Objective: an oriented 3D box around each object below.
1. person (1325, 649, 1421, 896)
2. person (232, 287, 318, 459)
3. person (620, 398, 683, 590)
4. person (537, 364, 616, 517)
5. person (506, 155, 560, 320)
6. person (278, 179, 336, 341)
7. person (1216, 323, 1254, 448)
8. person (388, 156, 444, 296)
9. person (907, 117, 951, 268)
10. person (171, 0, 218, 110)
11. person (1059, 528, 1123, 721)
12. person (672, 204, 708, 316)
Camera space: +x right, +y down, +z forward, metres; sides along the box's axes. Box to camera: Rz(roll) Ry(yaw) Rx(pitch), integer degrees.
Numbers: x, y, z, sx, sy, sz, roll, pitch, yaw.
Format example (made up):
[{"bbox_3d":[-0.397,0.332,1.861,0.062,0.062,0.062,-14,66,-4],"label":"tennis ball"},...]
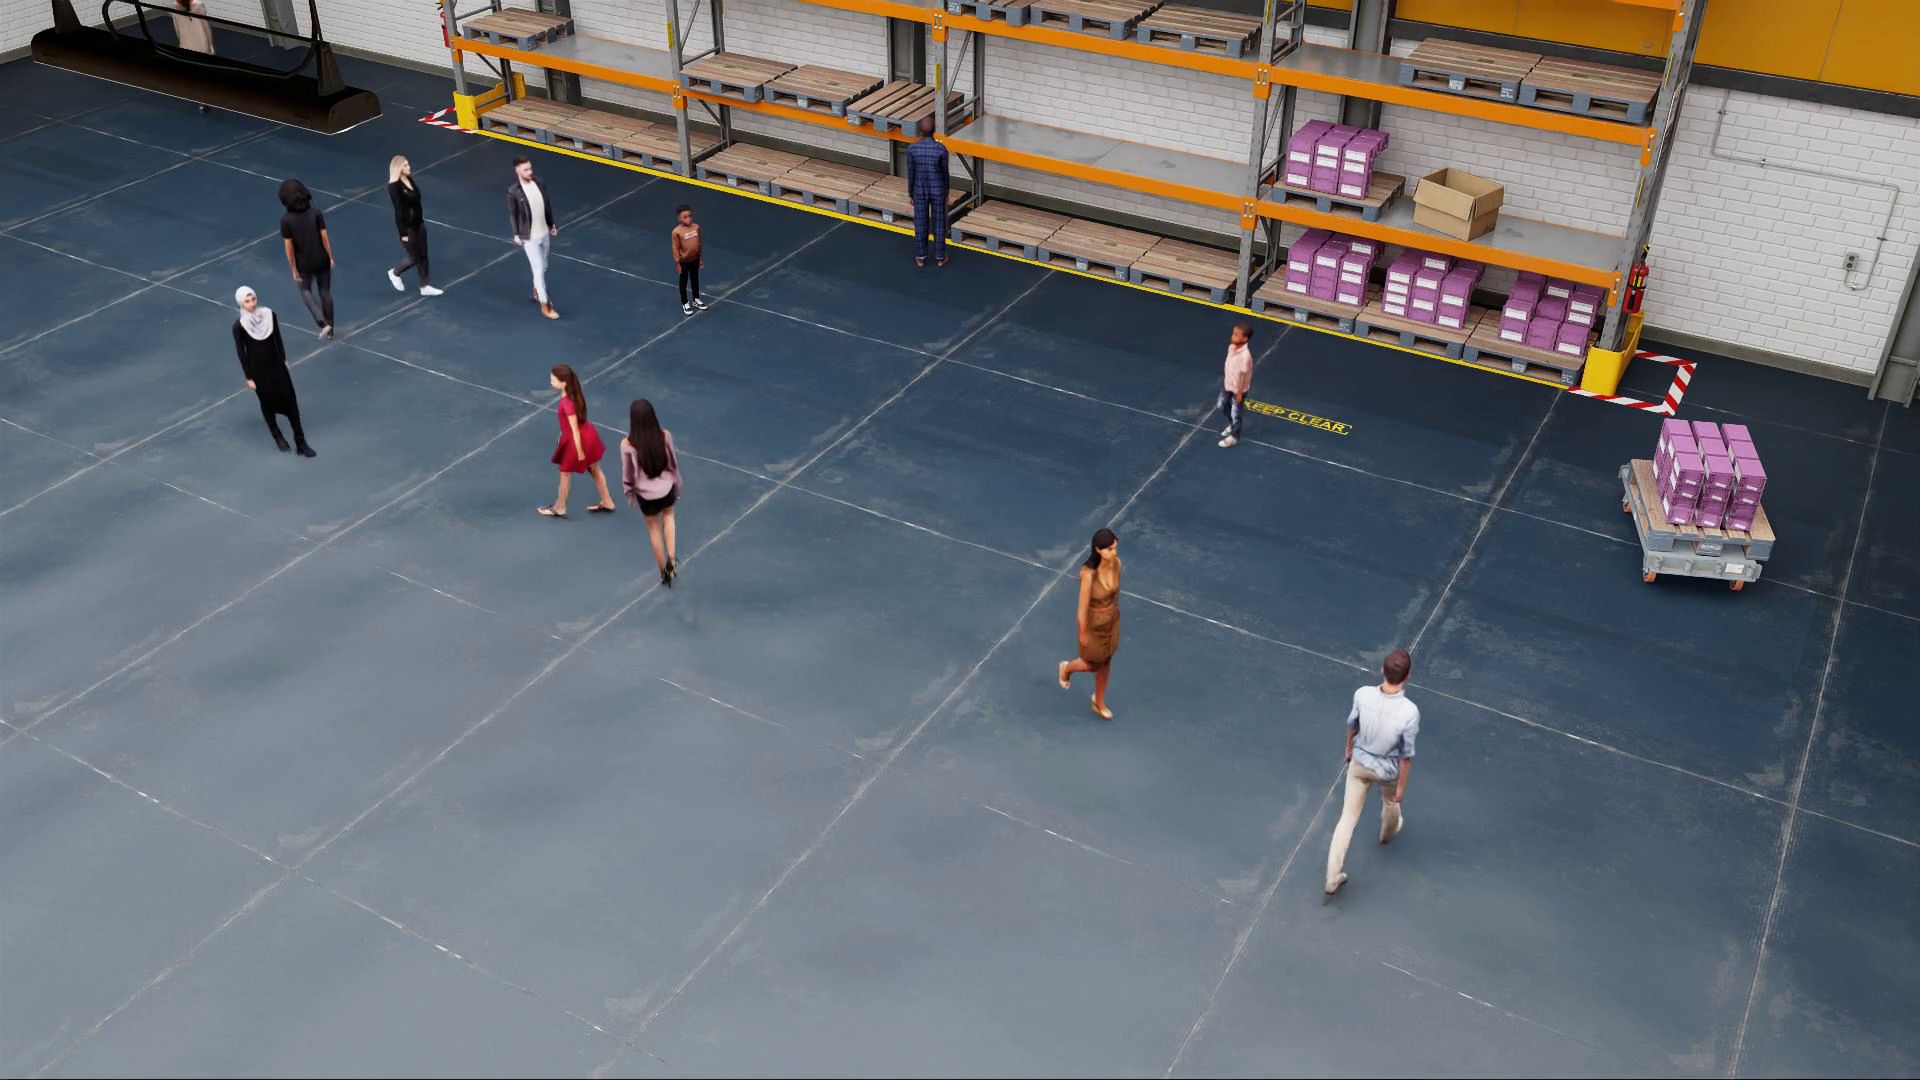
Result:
[{"bbox_3d":[2.722,1.582,11.094,1.185,1.795,0.767,21,39,29],"label":"person"},{"bbox_3d":[-6.700,-1.638,15.974,0.786,1.756,0.969,-28,43,-35],"label":"person"},{"bbox_3d":[-2.536,-0.333,13.970,0.770,1.801,0.811,-13,36,-19],"label":"person"},{"bbox_3d":[-3.382,-0.900,15.074,0.987,1.524,0.829,-1,34,-1],"label":"person"},{"bbox_3d":[-4.787,-3.441,18.612,0.847,1.839,0.709,22,40,30],"label":"person"},{"bbox_3d":[-6.967,-2.964,17.936,0.802,1.794,0.869,-20,39,-28],"label":"person"},{"bbox_3d":[2.747,-1.521,16.209,0.673,1.300,0.609,-14,36,-19],"label":"person"},{"bbox_3d":[-6.328,-3.545,18.919,0.920,1.672,0.772,6,34,10],"label":"person"},{"bbox_3d":[-0.359,-4.112,19.639,0.706,1.820,0.818,1,34,2],"label":"person"},{"bbox_3d":[-11.182,-7.221,24.295,1.214,1.844,1.193,-4,34,-5],"label":"person"},{"bbox_3d":[0.994,0.613,12.655,0.708,1.681,0.848,-26,42,-33],"label":"person"},{"bbox_3d":[-3.064,-3.188,18.759,0.585,1.254,0.585,-23,40,-31],"label":"person"}]
